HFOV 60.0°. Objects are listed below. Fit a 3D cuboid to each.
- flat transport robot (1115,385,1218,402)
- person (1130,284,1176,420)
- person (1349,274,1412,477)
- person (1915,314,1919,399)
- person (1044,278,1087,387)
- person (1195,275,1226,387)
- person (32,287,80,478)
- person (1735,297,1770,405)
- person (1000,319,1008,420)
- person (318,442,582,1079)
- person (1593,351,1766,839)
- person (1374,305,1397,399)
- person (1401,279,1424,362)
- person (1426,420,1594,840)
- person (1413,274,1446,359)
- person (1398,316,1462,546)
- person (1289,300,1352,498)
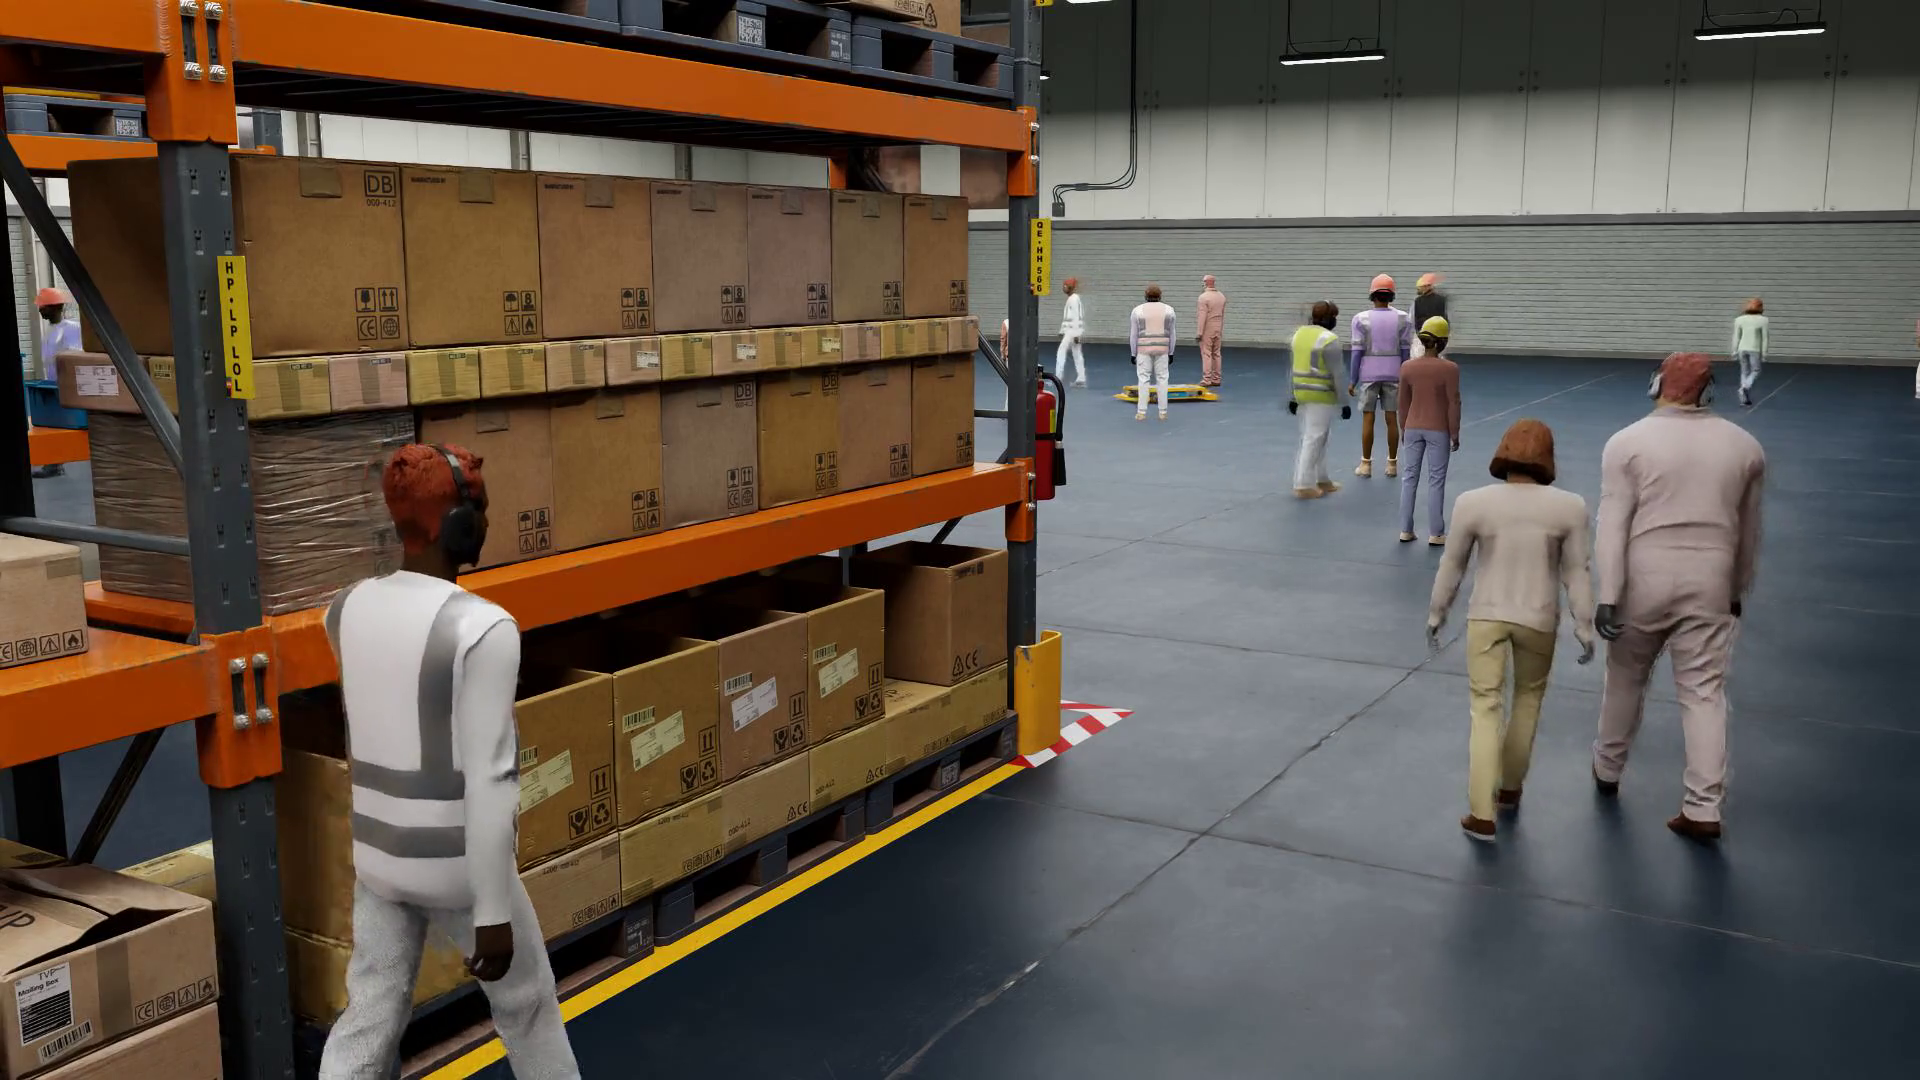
[{"bbox_3d":[3.169,-2.262,25.559,1.431,0.197,0.652,-3,10,-17],"label":"flat transport robot"},{"bbox_3d":[2.614,-2.545,22.623,0.627,1.844,0.429,-1,10,-4],"label":"person"},{"bbox_3d":[4.223,-1.646,16.763,0.605,2.045,0.378,0,10,1],"label":"person"},{"bbox_3d":[15.282,-3.194,25.982,0.623,1.989,0.400,0,10,-2],"label":"person"},{"bbox_3d":[1.785,-3.524,28.309,0.834,1.850,0.579,1,10,8],"label":"person"},{"bbox_3d":[4.234,-3.555,28.354,0.643,1.905,0.399,-9,13,-42],"label":"person"},{"bbox_3d":[-9.059,-1.603,16.887,0.549,1.917,0.808,5,11,29],"label":"person"},{"bbox_3d":[11.742,-2.799,24.754,0.529,1.622,0.506,-8,12,-39],"label":"person"},{"bbox_3d":[0.799,-2.451,22.661,0.514,1.641,0.308,2,10,14],"label":"person"},{"bbox_3d":[-1.142,0.696,3.682,0.598,1.832,0.980,6,11,31],"label":"person"},{"bbox_3d":[2.796,0.195,6.561,0.673,1.855,0.997,1,10,4],"label":"person"},{"bbox_3d":[6.516,-3.028,25.675,0.325,1.767,0.533,-6,12,-33],"label":"person"},{"bbox_3d":[9.463,-4.465,34.057,0.970,1.787,0.585,-3,10,-16],"label":"person"},{"bbox_3d":[2.147,0.327,6.505,0.610,1.590,0.758,3,10,15],"label":"person"},{"bbox_3d":[7.818,-3.454,27.714,0.607,1.937,1.080,9,13,43],"label":"person"},{"bbox_3d":[3.627,-0.838,12.853,0.316,1.769,0.525,-9,14,-44],"label":"person"},{"bbox_3d":[3.403,-1.290,15.338,0.745,1.817,0.666,-4,10,-22],"label":"person"}]
